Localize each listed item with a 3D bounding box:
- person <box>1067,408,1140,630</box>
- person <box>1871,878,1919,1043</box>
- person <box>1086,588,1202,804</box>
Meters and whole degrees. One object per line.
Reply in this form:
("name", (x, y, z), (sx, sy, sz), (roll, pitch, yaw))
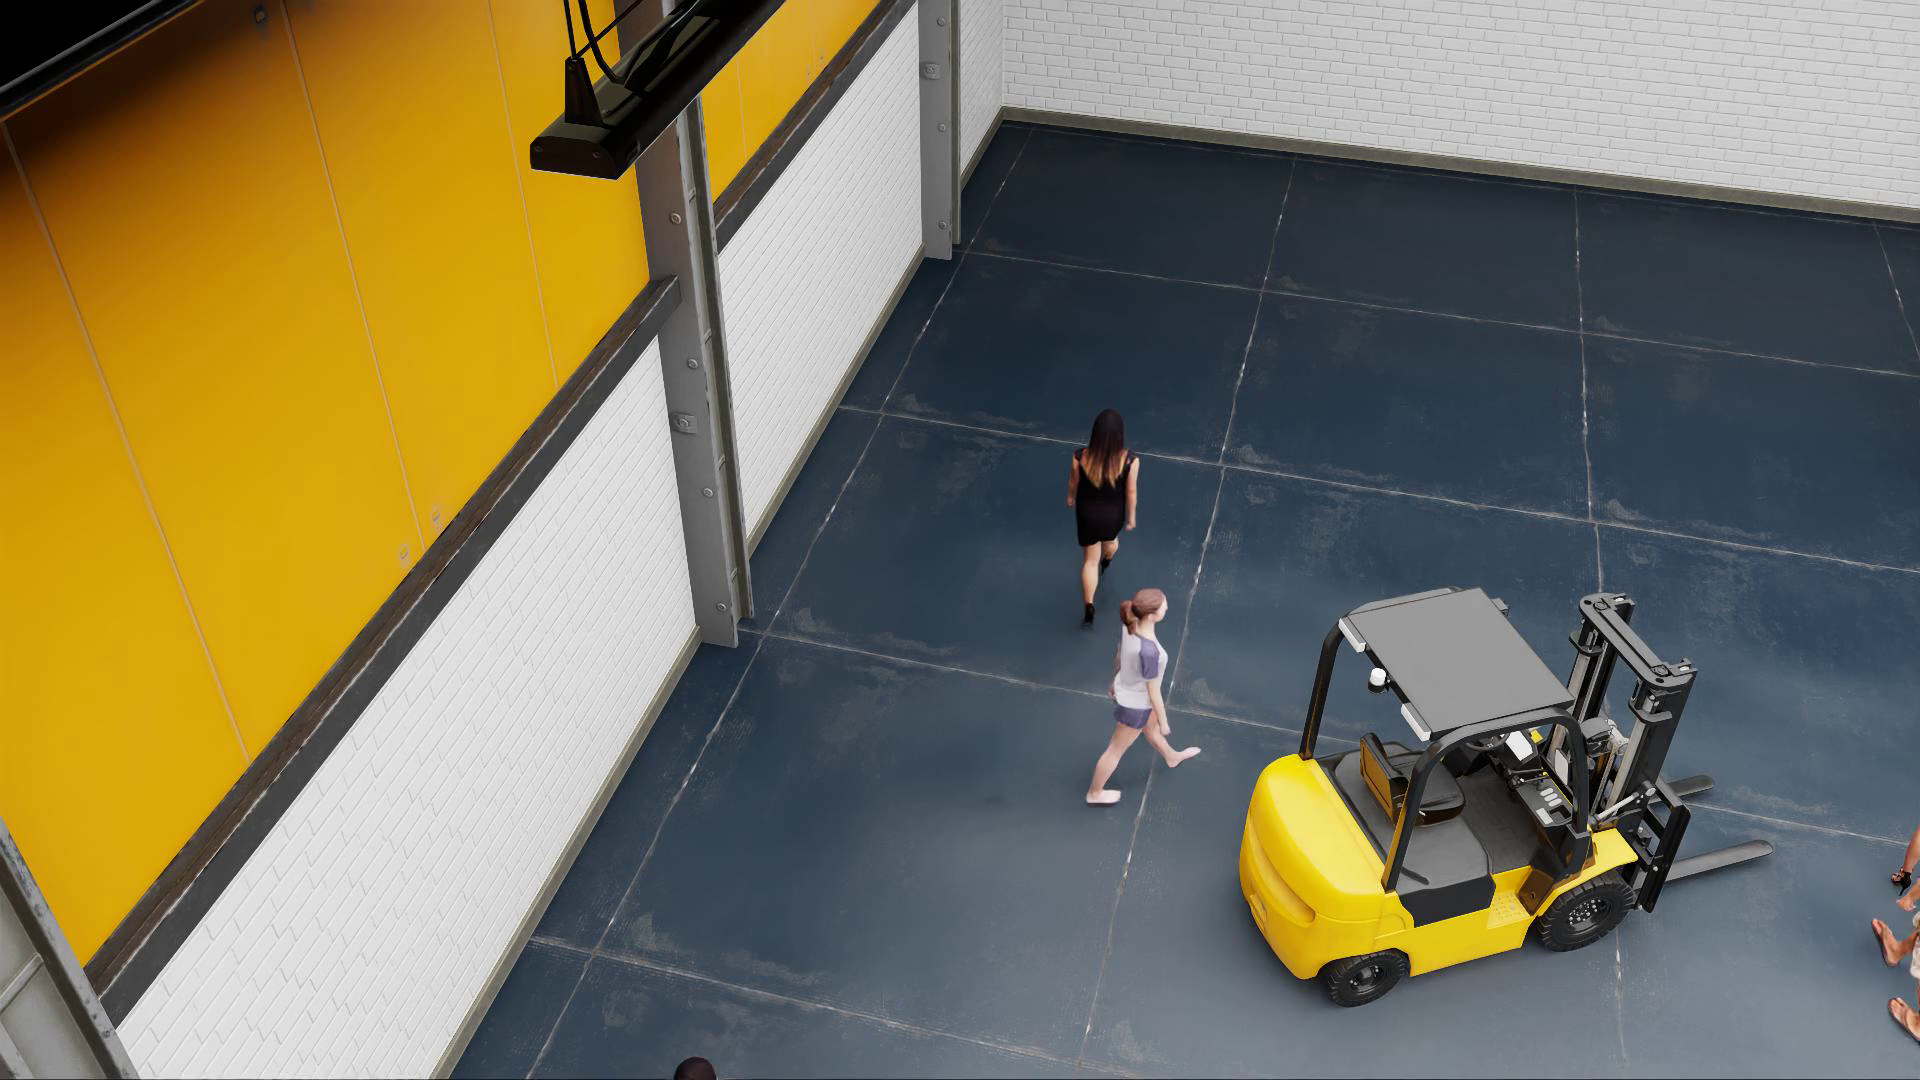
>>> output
("person", (1.013, -0.119, 12.035), (0.797, 1.666, 1.134), (3, 39, 4))
("person", (5.564, 2.086, 9.137), (0.921, 1.836, 1.120), (-7, 39, -9))
("person", (1.025, 1.024, 10.552), (1.020, 1.729, 1.107), (-10, 40, -12))
